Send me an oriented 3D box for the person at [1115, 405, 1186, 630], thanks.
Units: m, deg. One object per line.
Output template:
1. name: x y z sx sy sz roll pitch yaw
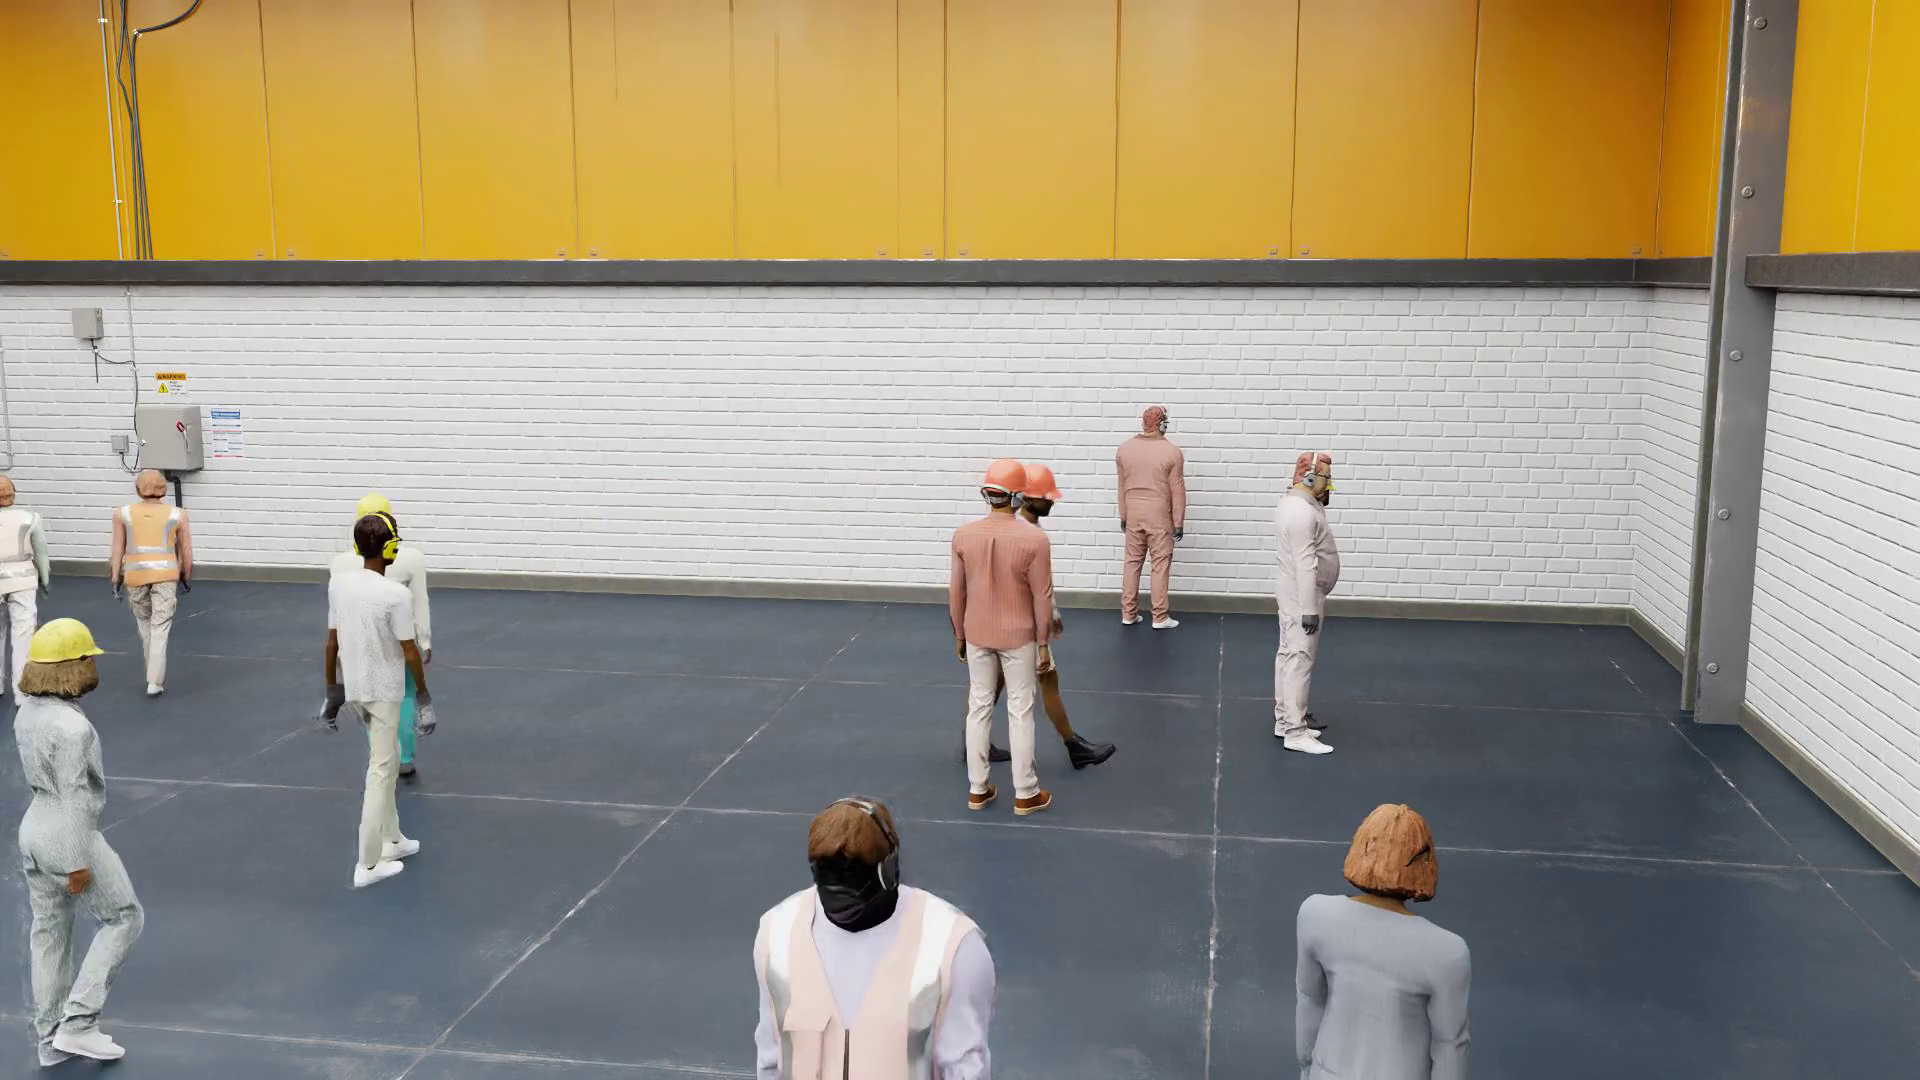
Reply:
1. person: 1.634 -0.190 14.112 0.642 1.901 0.404 6 11 34

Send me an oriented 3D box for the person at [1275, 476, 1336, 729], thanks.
1. person: 2.308 0.374 11.064 0.338 1.757 0.518 -2 9 -12

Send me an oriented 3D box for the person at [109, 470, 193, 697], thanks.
1. person: -5.817 0.291 12.011 0.525 1.596 0.772 -2 9 -14

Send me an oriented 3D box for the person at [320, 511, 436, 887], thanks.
1. person: -2.847 0.768 8.330 0.570 1.848 0.687 5 10 26

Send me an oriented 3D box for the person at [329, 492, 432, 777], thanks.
1. person: -3.395 0.587 9.739 0.547 1.747 0.591 -4 10 -24

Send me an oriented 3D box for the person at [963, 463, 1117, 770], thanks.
1. person: 0.450 0.468 10.085 0.979 1.879 0.603 1 9 9

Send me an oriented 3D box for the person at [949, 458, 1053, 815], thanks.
1. person: 0.241 0.538 9.319 0.612 1.995 0.393 4 10 25

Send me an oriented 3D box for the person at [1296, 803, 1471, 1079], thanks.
1. person: 1.124 1.506 4.492 0.494 1.624 0.280 7 12 37

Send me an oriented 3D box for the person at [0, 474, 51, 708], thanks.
1. person: -6.671 0.344 11.667 0.512 1.615 0.646 -4 10 -22

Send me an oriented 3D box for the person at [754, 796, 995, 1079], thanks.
1. person: -0.220 1.495 4.050 0.620 1.797 0.963 2 9 11

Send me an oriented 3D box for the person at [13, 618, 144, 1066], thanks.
1. person: -3.389 1.154 6.330 0.487 1.730 0.402 6 11 34

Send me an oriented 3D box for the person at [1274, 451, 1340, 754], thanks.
1. person: 2.196 0.385 10.554 0.407 1.902 0.638 0 9 2
